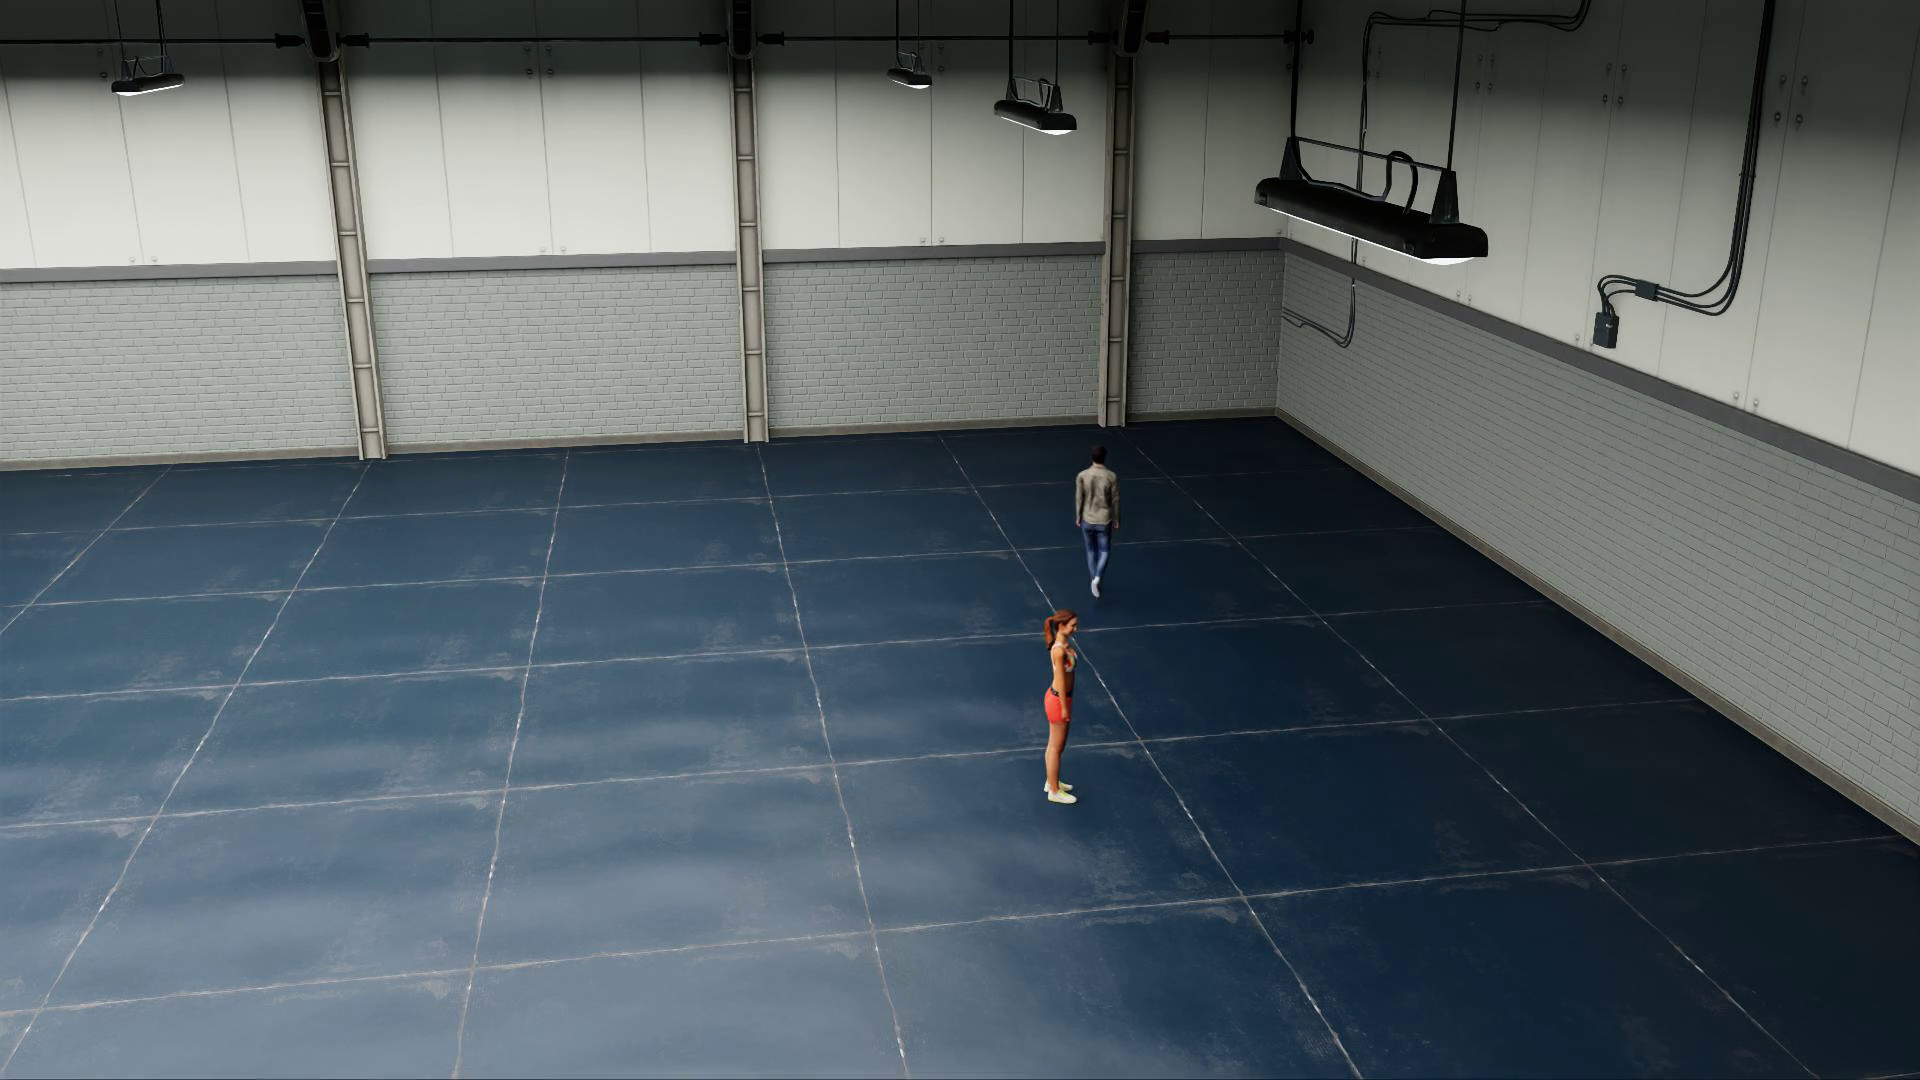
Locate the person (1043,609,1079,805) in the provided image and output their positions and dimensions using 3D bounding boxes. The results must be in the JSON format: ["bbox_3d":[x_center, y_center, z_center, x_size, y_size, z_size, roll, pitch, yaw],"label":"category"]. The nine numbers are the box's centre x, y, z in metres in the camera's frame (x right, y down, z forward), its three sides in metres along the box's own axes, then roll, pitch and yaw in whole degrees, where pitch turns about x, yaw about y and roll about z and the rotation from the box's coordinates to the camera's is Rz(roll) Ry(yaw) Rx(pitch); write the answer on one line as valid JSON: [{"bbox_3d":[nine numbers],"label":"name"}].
[{"bbox_3d":[0.879,1.461,14.821,0.594,1.789,0.616,0,18,1],"label":"person"}]

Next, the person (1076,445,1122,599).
[{"bbox_3d":[1.619,-0.201,19.829,1.046,1.849,0.991,4,18,11],"label":"person"}]
